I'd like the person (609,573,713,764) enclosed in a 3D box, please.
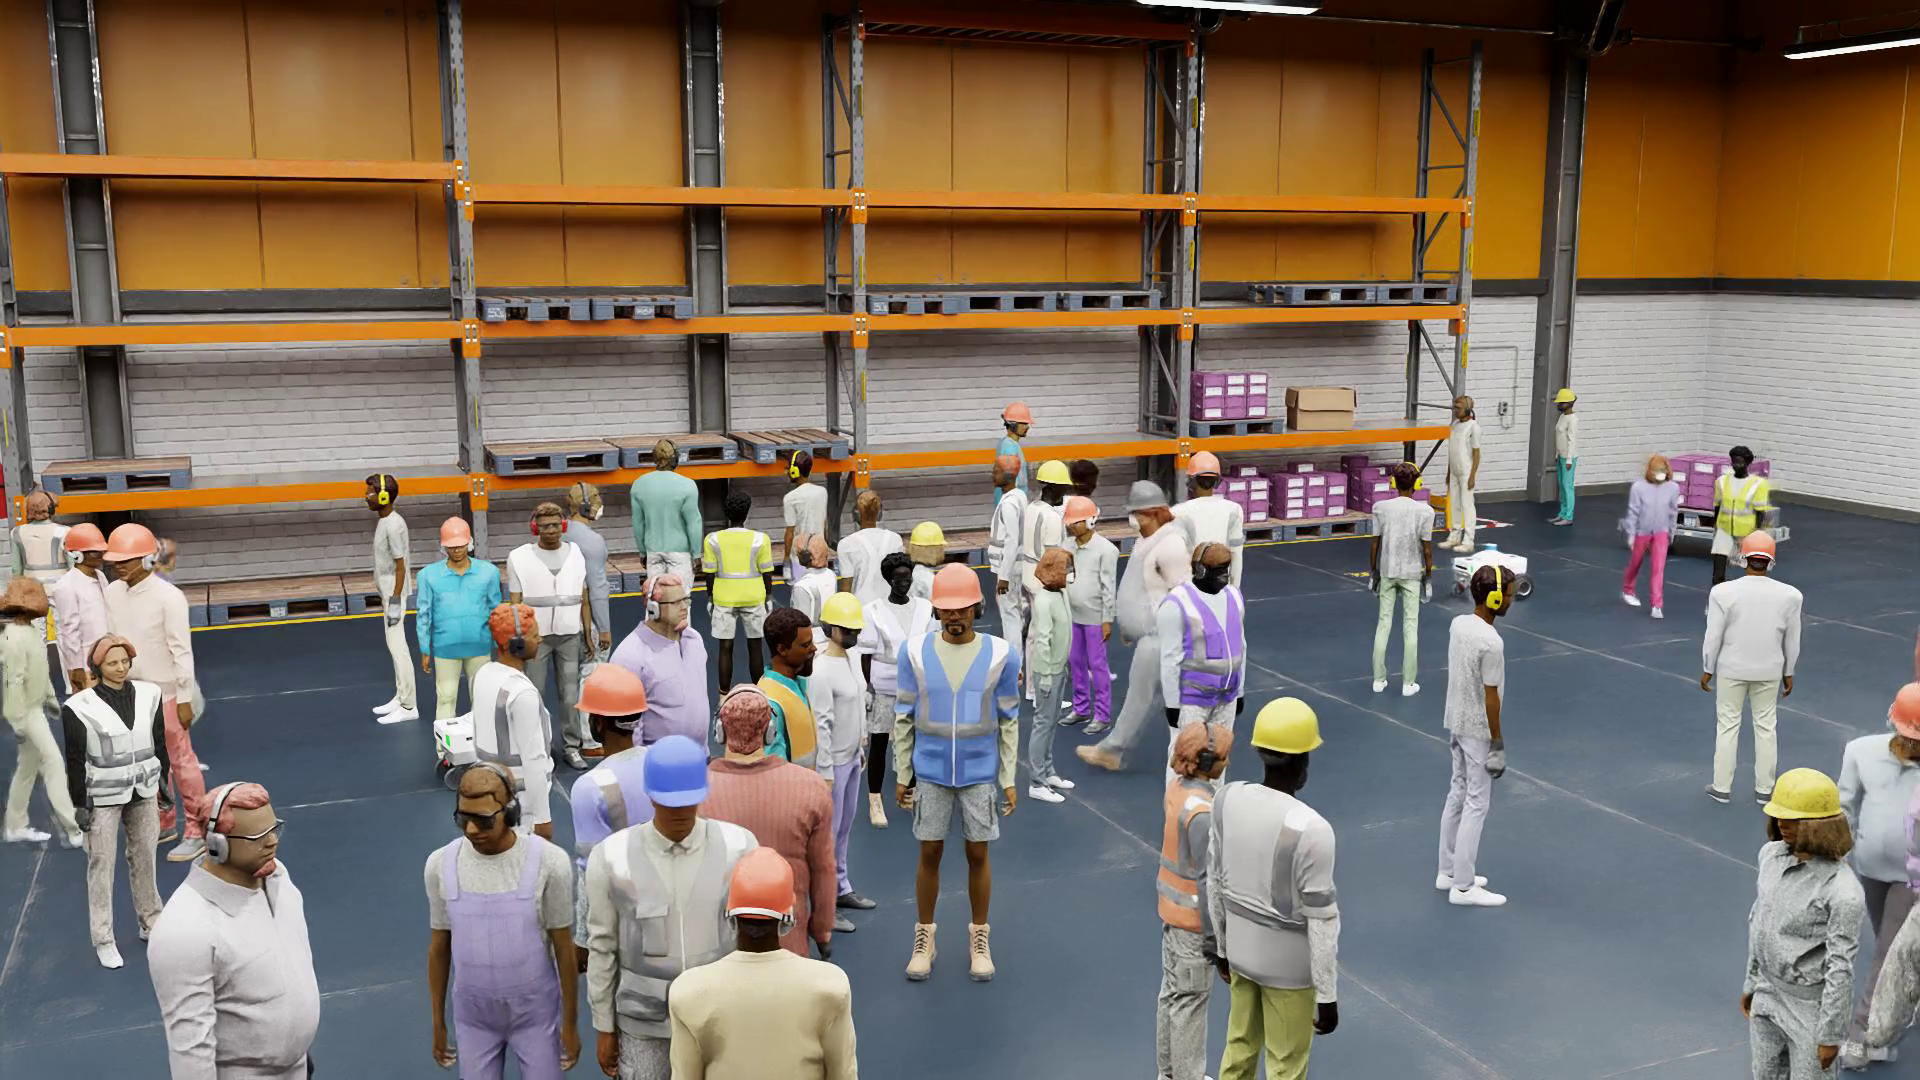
[{"bbox_3d":[-1.458,1.111,8.401,0.408,1.908,0.641,5,11,27],"label":"person"}]

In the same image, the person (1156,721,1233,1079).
[{"bbox_3d":[0.953,1.533,6.744,0.311,1.638,0.513,-1,10,-6],"label":"person"}]

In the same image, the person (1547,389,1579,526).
[{"bbox_3d":[7.756,-1.063,21.359,0.338,1.761,0.524,1,10,4],"label":"person"}]

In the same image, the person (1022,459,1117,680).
[{"bbox_3d":[0.799,0.251,13.493,0.915,1.859,0.612,-1,10,-5],"label":"person"}]

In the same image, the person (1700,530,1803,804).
[{"bbox_3d":[5.018,0.807,10.590,0.575,1.749,0.336,2,10,11],"label":"person"}]

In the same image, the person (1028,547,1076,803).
[{"bbox_3d":[0.598,0.850,10.690,0.266,1.631,0.507,3,10,17],"label":"person"}]

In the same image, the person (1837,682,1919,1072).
[{"bbox_3d":[4.140,1.415,7.290,0.888,1.688,0.581,-8,13,-38],"label":"person"}]

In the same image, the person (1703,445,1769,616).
[{"bbox_3d":[7.560,-0.105,16.132,0.535,1.662,0.854,10,14,44],"label":"person"}]

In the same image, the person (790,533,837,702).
[{"bbox_3d":[-0.978,0.762,11.178,0.307,1.641,0.512,3,10,19],"label":"person"}]

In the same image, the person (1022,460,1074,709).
[{"bbox_3d":[0.680,0.342,12.799,0.395,1.918,0.586,-2,10,-14],"label":"person"}]

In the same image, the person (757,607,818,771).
[{"bbox_3d":[-0.805,1.246,7.584,0.392,1.920,0.587,0,10,-1],"label":"person"}]

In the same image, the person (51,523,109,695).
[{"bbox_3d":[-5.660,0.756,10.877,0.327,1.753,0.563,-1,10,-4],"label":"person"}]

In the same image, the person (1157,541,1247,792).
[{"bbox_3d":[1.442,0.908,9.783,0.627,1.836,0.429,-7,12,-34],"label":"person"}]

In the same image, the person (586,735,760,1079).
[{"bbox_3d":[-0.938,1.582,5.589,0.608,1.940,0.415,-3,10,-15],"label":"person"}]

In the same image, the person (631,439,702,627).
[{"bbox_3d":[-2.464,0.108,14.088,0.630,1.940,0.372,3,10,17],"label":"person"}]

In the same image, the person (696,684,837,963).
[{"bbox_3d":[-0.791,1.478,6.283,0.651,1.907,0.409,-3,10,-14],"label":"person"}]

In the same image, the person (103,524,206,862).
[{"bbox_3d":[-4.660,0.876,9.568,0.629,1.981,0.433,5,11,27],"label":"person"}]

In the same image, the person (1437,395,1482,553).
[{"bbox_3d":[5.871,-0.778,19.460,0.329,1.844,0.512,-4,10,-20],"label":"person"}]

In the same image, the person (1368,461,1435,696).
[{"bbox_3d":[3.493,0.305,13.183,0.510,1.862,0.327,5,11,28],"label":"person"}]

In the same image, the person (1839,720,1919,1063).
[{"bbox_3d":[4.243,1.493,7.117,0.838,1.587,0.531,2,10,13],"label":"person"}]

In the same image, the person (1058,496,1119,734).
[{"bbox_3d":[0.906,0.537,12.186,0.354,1.738,0.578,-8,13,-39],"label":"person"}]

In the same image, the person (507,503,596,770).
[{"bbox_3d":[-2.745,0.654,11.204,0.565,1.847,0.396,-5,11,-27],"label":"person"}]

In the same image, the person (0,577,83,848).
[{"bbox_3d":[-5.367,1.015,9.831,0.669,1.599,0.547,-4,10,-20],"label":"person"}]

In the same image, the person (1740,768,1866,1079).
[{"bbox_3d":[2.933,1.638,5.864,0.328,1.734,0.481,-2,10,-9],"label":"person"}]

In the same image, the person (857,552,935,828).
[{"bbox_3d":[-0.377,0.906,10.188,0.535,1.697,0.318,-5,11,-27],"label":"person"}]

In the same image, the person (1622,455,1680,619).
[{"bbox_3d":[6.700,-0.069,16.163,0.503,1.573,0.873,1,10,5],"label":"person"}]

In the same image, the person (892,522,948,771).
[{"bbox_3d":[-0.253,0.737,11.079,0.375,1.732,0.499,-4,11,-21],"label":"person"}]

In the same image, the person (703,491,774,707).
[{"bbox_3d":[-1.682,0.470,12.694,0.541,1.696,0.316,0,10,-2],"label":"person"}]

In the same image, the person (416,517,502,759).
[{"bbox_3d":[-3.340,0.707,11.164,0.573,1.749,0.338,-4,11,-23],"label":"person"}]

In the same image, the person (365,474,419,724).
[{"bbox_3d":[-4.259,0.432,12.420,0.314,1.869,0.537,-4,11,-23],"label":"person"}]

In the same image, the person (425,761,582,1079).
[{"bbox_3d":[-1.544,1.625,5.659,0.522,1.833,0.339,0,10,2],"label":"person"}]

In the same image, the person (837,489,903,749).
[{"bbox_3d":[-0.643,0.556,11.770,0.513,1.845,0.336,-6,12,-32],"label":"person"}]

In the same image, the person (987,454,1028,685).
[{"bbox_3d":[0.389,0.236,13.505,0.346,1.883,0.584,1,10,7],"label":"person"}]

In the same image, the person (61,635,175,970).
[{"bbox_3d":[-4.153,1.272,8.237,0.307,1.641,0.514,6,12,32],"label":"person"}]

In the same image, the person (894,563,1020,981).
[{"bbox_3d":[-0.017,1.113,7.988,0.605,2.045,0.379,1,10,3],"label":"person"}]

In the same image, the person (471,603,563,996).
[{"bbox_3d":[-2.079,1.222,7.820,0.341,1.882,0.587,-8,13,-38],"label":"person"}]

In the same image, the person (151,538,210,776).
[{"bbox_3d":[-5.238,0.787,11.064,0.375,1.616,0.541,-5,11,-29],"label":"person"}]

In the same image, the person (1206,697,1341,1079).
[{"bbox_3d":[1.148,1.512,6.029,0.369,1.926,0.594,-7,12,-34],"label":"person"}]

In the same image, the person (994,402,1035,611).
[{"bbox_3d":[0.536,-0.331,16.319,0.395,2.038,0.615,0,10,-1],"label":"person"}]

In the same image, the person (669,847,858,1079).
[{"bbox_3d":[-0.582,1.776,5.008,0.560,1.752,0.326,-1,10,-6],"label":"person"}]

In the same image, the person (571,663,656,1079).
[{"bbox_3d":[-1.314,1.430,6.470,0.359,1.939,0.542,6,11,29],"label":"person"}]

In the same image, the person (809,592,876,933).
[{"bbox_3d":[-0.614,1.136,8.663,0.307,1.766,0.533,3,10,17],"label":"person"}]

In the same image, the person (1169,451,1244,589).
[{"bbox_3d":[1.789,0.356,12.352,0.612,2.041,0.394,-3,10,-16],"label":"person"}]

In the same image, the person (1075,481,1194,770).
[{"bbox_3d":[1.345,0.543,11.286,1.065,2.000,0.717,-1,10,-3],"label":"person"}]

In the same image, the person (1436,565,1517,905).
[{"bbox_3d":[2.785,1.045,8.940,0.346,1.857,0.523,-1,10,-8],"label":"person"}]

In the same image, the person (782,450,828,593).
[{"bbox_3d":[-1.300,0.173,13.948,0.323,1.860,0.517,8,13,40],"label":"person"}]

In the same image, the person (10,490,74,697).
[{"bbox_3d":[-7.176,0.428,13.105,0.523,1.638,0.310,0,10,-3],"label":"person"}]

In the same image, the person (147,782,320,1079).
[{"bbox_3d":[-2.190,1.671,5.174,0.402,1.906,0.651,1,10,4],"label":"person"}]

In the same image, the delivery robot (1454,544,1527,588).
[{"bbox_3d":[5.352,0.282,16.795,0.707,0.478,0.477,-3,10,-19],"label":"delivery robot"}]

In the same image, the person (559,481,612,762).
[{"bbox_3d":[-2.593,0.557,11.496,0.357,1.938,0.637,-8,13,-39],"label":"person"}]
